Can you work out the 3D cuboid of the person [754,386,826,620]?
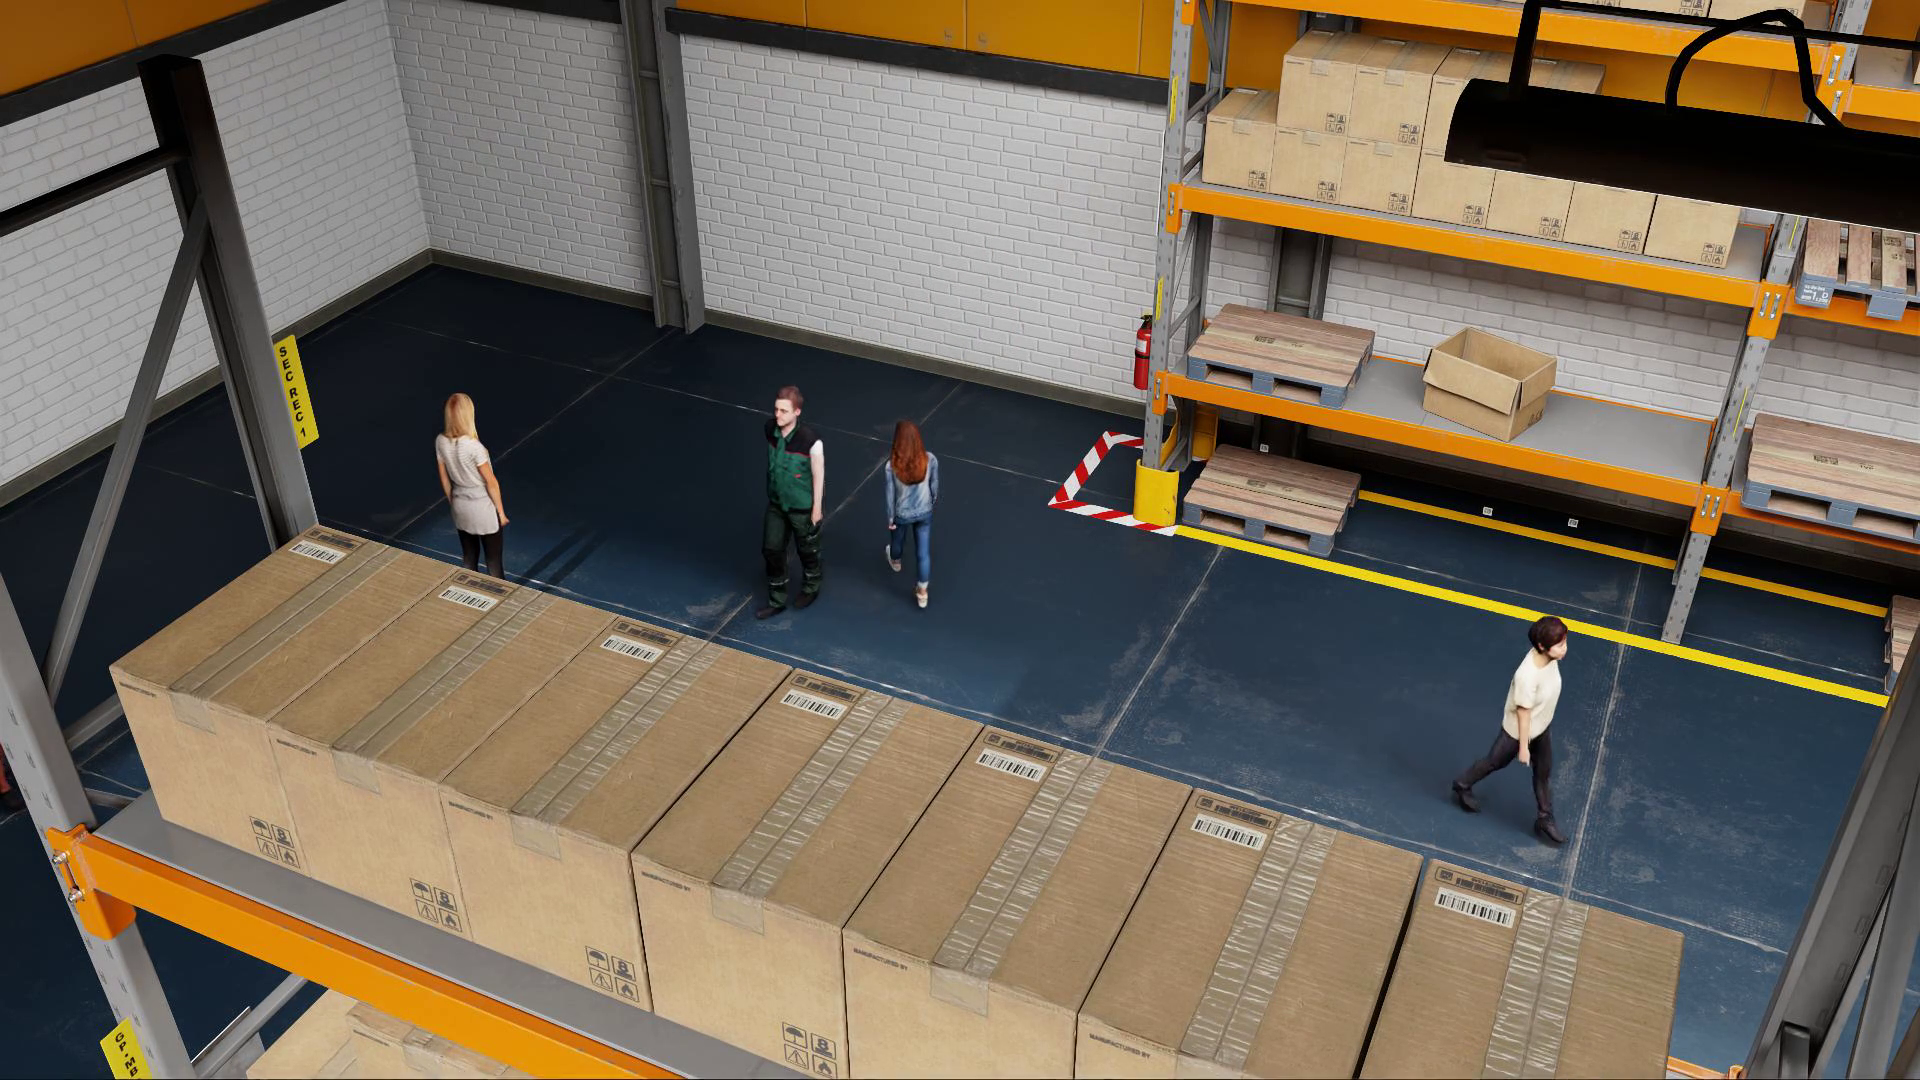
[{"bbox_3d":[-1.136,-0.314,11.919,0.787,1.828,0.765,19,38,26],"label":"person"}]

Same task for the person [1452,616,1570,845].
[{"bbox_3d":[3.337,1.110,10.030,1.069,1.548,0.789,26,42,34],"label":"person"}]

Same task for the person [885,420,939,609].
[{"bbox_3d":[-0.327,-0.170,12.043,0.952,1.452,0.960,-7,34,-11],"label":"person"}]

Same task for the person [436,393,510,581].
[{"bbox_3d":[-3.432,-0.206,11.763,0.489,1.823,0.680,11,35,16],"label":"person"}]
